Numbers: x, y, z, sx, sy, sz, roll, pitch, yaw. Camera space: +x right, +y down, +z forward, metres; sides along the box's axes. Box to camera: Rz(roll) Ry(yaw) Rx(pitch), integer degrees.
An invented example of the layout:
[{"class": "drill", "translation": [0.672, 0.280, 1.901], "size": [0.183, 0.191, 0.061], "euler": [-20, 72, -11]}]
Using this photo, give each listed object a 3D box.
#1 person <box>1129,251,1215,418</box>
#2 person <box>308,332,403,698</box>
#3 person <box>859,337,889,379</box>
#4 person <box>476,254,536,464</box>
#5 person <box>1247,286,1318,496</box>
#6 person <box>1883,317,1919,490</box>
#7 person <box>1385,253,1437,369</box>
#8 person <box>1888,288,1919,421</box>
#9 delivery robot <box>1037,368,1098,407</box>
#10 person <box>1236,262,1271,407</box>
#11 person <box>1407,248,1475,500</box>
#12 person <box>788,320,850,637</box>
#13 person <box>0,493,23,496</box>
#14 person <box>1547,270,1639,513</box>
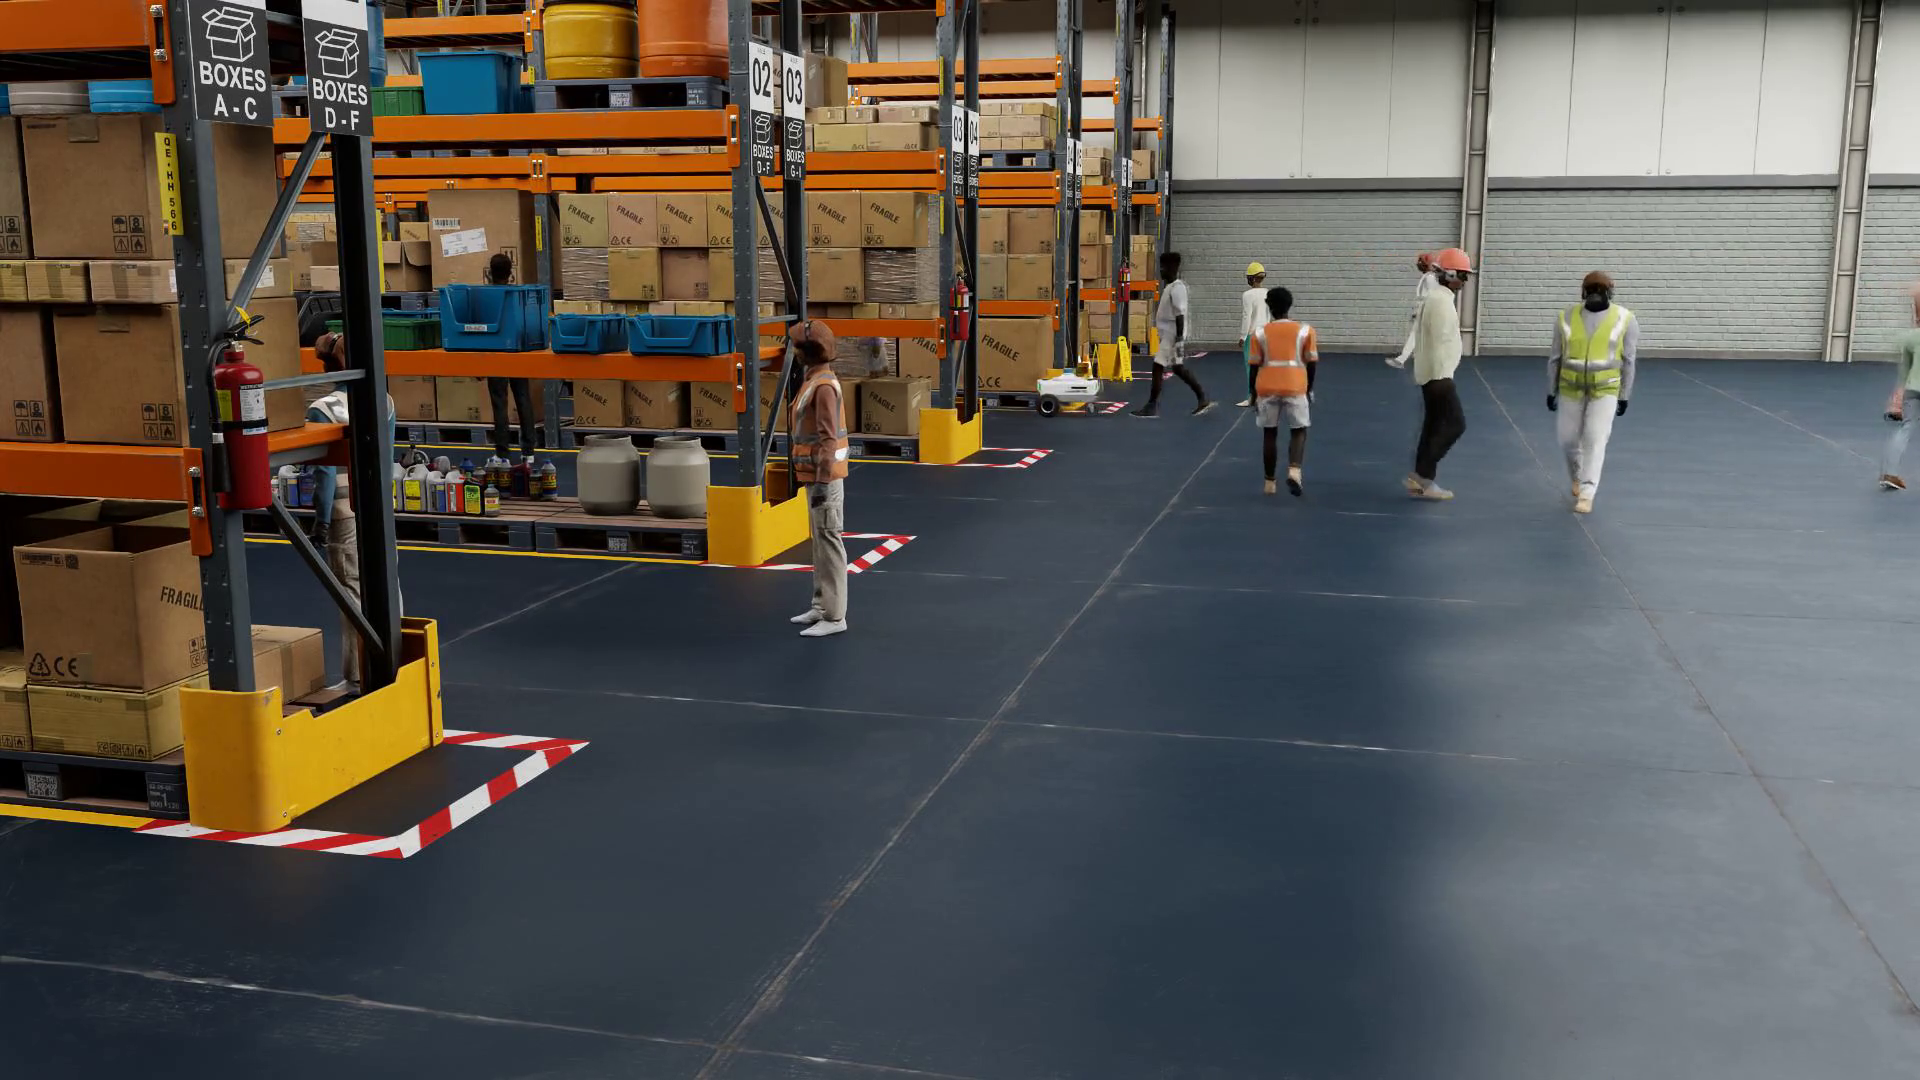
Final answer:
[{"class": "person", "translation": [2.483, -2.355, 19.114], "size": [0.976, 1.928, 0.616], "euler": [0, 10, 1]}, {"class": "person", "translation": [-2.705, -0.110, 7.460], "size": [0.307, 1.641, 0.511], "euler": [3, 11, 18]}, {"class": "person", "translation": [-0.987, -2.173, 17.854], "size": [0.764, 2.019, 0.638], "euler": [0, 10, -2]}, {"class": "person", "translation": [-4.127, -1.640, 15.166], "size": [0.597, 1.916, 0.371], "euler": [-8, 13, -38]}, {"class": "person", "translation": [2.546, -1.169, 13.210], "size": [0.559, 1.674, 0.509], "euler": [3, 11, 14]}, {"class": "person", "translation": [7.940, -1.201, 13.664], "size": [0.890, 1.582, 0.505], "euler": [-6, 12, -30]}, {"class": "person", "translation": [7.313, -3.605, 26.317], "size": [1.011, 1.826, 0.588], "euler": [3, 11, 14]}, {"class": "person", "translation": [10.966, -2.245, 18.695], "size": [0.985, 1.862, 0.661], "euler": [-2, 10, -11]}, {"class": "delivery robot", "translation": [1.252, -1.755, 19.320], "size": [0.707, 0.478, 0.477], "euler": [0, 10, 2]}, {"class": "person", "translation": [3.608, -2.511, 20.415], "size": [0.533, 1.768, 0.310], "euler": [-10, 14, -43]}, {"class": "person", "translation": [3.778, -1.286, 13.044], "size": [0.432, 1.975, 0.630], "euler": [2, 10, 13]}, {"class": "person", "translation": [-0.728, -0.319, 8.620], "size": [0.312, 1.638, 0.512], "euler": [-2, 10, -11]}, {"class": "person", "translation": [-6.366, -0.814, 10.873], "size": [0.403, 1.826, 0.626], "euler": [1, 10, 3]}, {"class": "person", "translation": [4.816, -1.142, 12.697], "size": [0.632, 1.821, 0.693], "euler": [6, 12, 31]}]
